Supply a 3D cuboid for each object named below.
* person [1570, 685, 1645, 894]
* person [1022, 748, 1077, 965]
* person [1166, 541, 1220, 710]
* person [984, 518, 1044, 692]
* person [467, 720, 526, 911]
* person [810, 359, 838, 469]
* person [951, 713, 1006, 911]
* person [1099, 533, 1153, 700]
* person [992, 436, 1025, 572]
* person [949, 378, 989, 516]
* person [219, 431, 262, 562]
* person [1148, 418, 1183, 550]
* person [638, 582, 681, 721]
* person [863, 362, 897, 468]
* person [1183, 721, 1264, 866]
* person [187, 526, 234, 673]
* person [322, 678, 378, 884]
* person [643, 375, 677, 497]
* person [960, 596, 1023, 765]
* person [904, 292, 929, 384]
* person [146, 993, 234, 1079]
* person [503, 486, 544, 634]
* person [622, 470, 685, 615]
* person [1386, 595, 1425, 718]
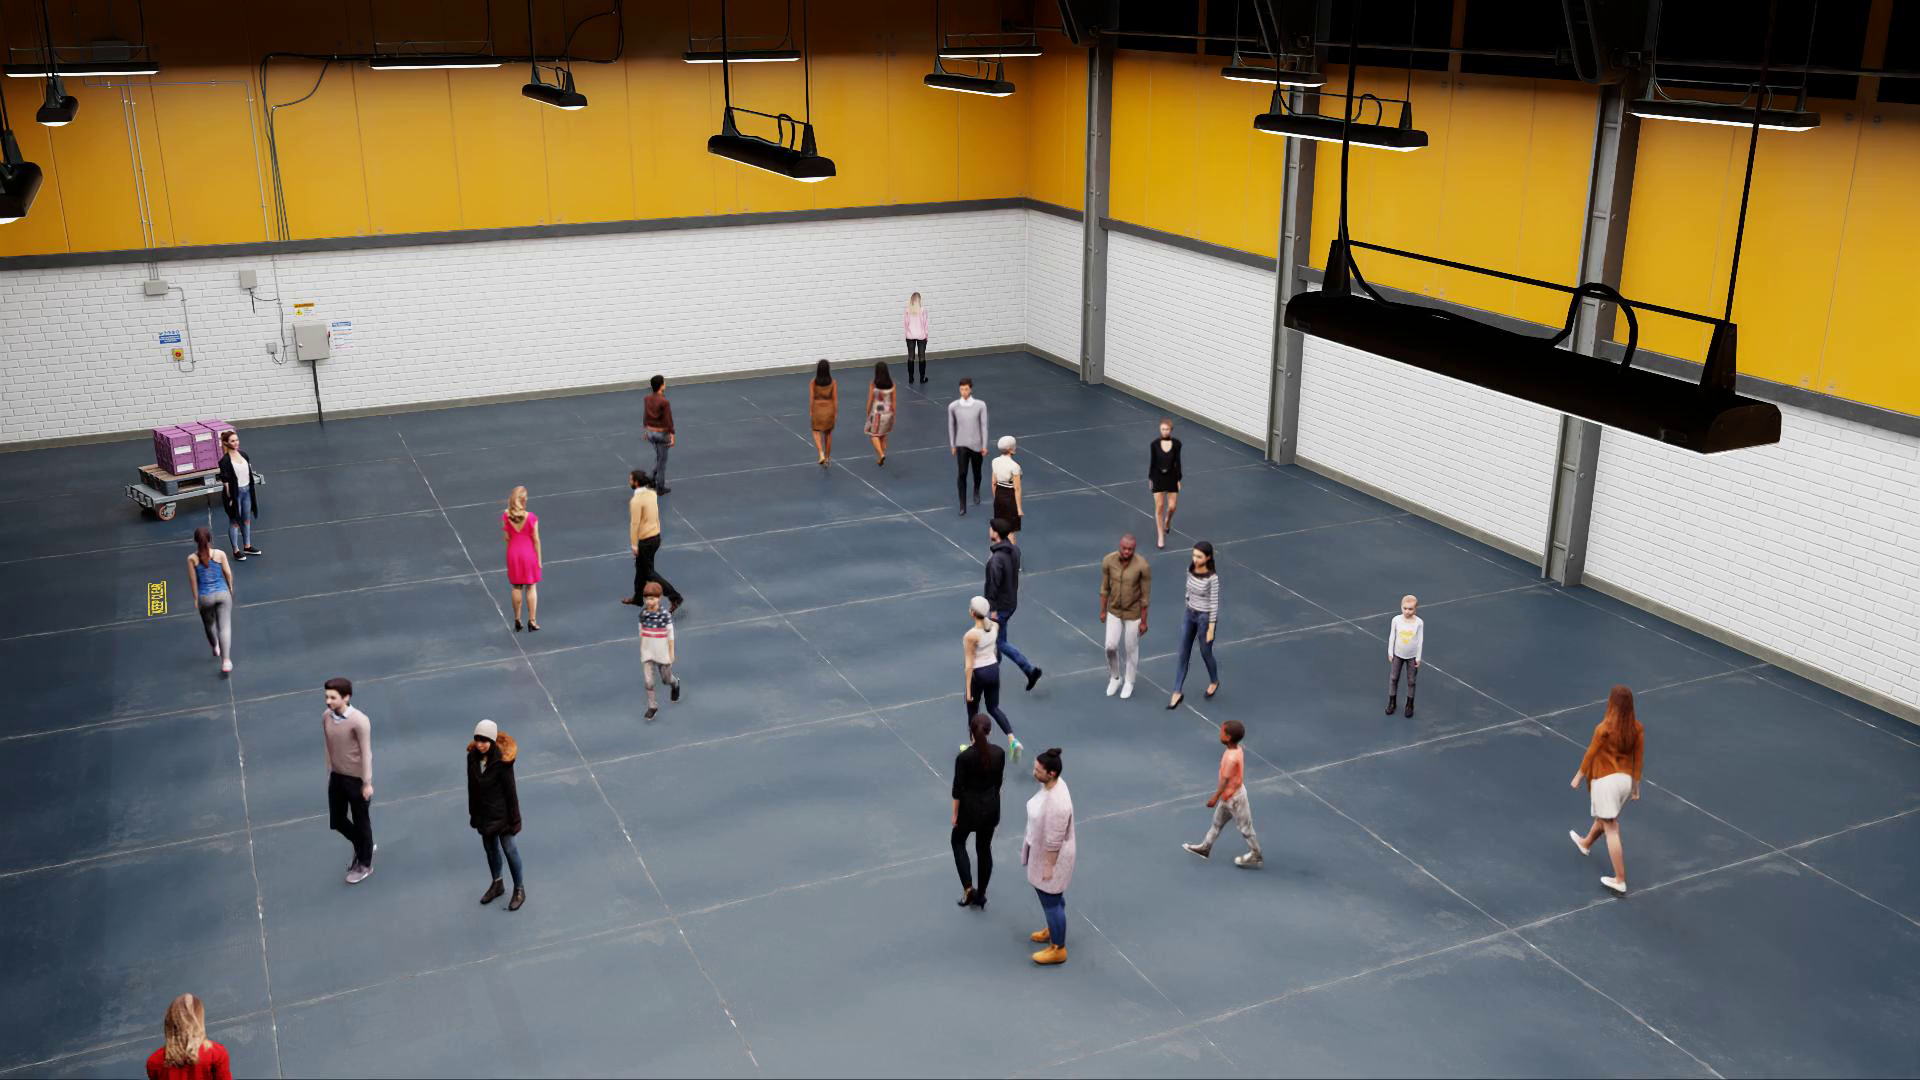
[{"bbox_3d":[5.362,2.061,13.576,0.683,1.672,1.119,-6,20,-18],"label":"person"},{"bbox_3d":[0.702,2.356,12.594,0.860,1.739,0.727,0,19,0],"label":"person"},{"bbox_3d":[2.510,0.863,16.997,0.841,1.759,0.972,-15,24,-38],"label":"person"},{"bbox_3d":[0.508,0.699,17.312,1.198,1.870,1.075,10,21,26],"label":"person"},{"bbox_3d":[-3.711,2.175,13.303,0.709,1.630,0.776,8,20,21],"label":"person"},{"bbox_3d":[-2.075,-1.890,25.303,0.666,1.676,0.717,-3,19,-10],"label":"person"},{"bbox_3d":[0.194,2.209,13.194,0.609,1.636,0.556,-10,21,-26],"label":"person"},{"bbox_3d":[1.748,0.745,17.272,0.844,1.807,0.911,7,20,20],"label":"person"},{"bbox_3d":[0.579,-0.446,20.893,0.745,1.753,0.574,-17,25,-41],"label":"person"},{"bbox_3d":[0.155,-1.353,23.355,1.121,1.901,1.365,1,19,4],"label":"person"},{"bbox_3d":[-9.316,-0.593,21.439,0.761,1.683,0.721,9,21,25],"label":"person"},{"bbox_3d":[2.697,-0.757,21.825,0.775,1.748,0.854,2,19,7],"label":"person"},{"bbox_3d":[-3.055,1.091,16.845,0.782,1.425,0.883,4,19,12],"label":"person"},{"bbox_3d":[-1.171,-1.875,25.329,0.696,1.629,0.837,-8,20,-24],"label":"person"},{"bbox_3d":[2.353,2.156,13.918,0.861,1.274,0.881,4,19,11],"label":"person"},{"bbox_3d":[-8.012,0.666,17.881,0.581,1.569,1.073,-8,20,-22],"label":"person"},{"bbox_3d":[-4.983,1.934,13.745,0.753,1.804,0.818,8,20,22],"label":"person"},{"bbox_3d":[-4.407,-1.486,23.959,0.764,1.768,0.858,11,22,30],"label":"person"},{"bbox_3d":[0.284,1.353,15.657,0.797,1.686,1.074,-16,25,-40],"label":"person"},{"bbox_3d":[-0.816,-3.759,30.834,0.690,1.687,0.722,4,19,11],"label":"person"},{"bbox_3d":[-4.361,3.447,9.453,0.712,1.677,0.865,-5,19,-13],"label":"person"},{"bbox_3d":[-4.998,0.220,18.966,0.675,1.721,0.692,1,19,4],"label":"person"},{"bbox_3d":[-3.611,0.038,19.488,1.175,1.733,1.144,5,19,16],"label":"person"},{"bbox_3d":[4.530,1.157,16.879,0.565,1.277,0.625,6,20,19],"label":"person"}]
